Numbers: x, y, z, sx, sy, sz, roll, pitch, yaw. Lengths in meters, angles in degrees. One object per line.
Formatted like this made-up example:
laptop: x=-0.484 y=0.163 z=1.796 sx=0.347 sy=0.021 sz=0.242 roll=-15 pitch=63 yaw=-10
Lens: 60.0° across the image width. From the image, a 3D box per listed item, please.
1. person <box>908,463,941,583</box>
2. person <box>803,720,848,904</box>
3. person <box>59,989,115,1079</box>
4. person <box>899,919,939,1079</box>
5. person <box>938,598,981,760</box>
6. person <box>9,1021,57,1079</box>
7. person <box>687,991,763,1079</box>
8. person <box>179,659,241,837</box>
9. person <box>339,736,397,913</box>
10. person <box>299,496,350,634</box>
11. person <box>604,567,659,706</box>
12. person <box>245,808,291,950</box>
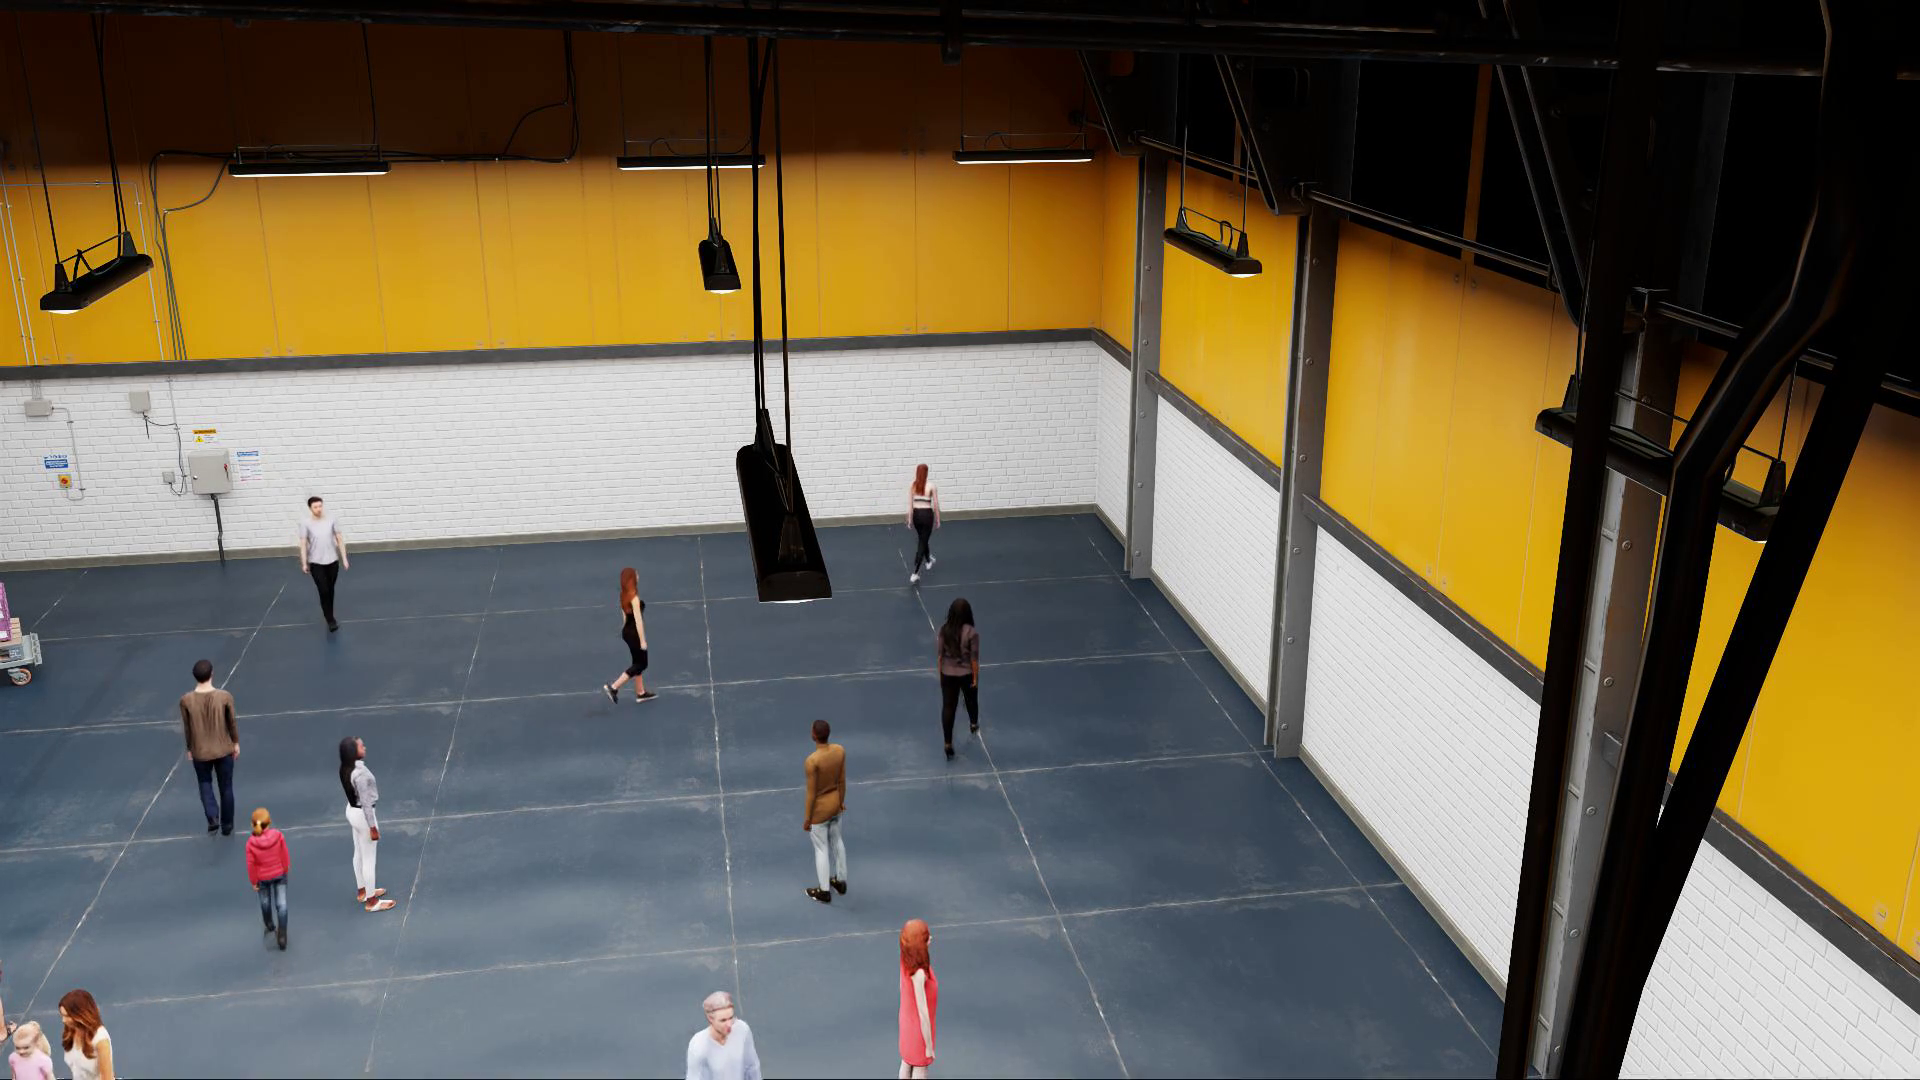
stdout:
person: x=-0.551 y=-0.210 z=23.900 sx=0.993 sy=1.688 sz=1.284 roll=6 pitch=19 yaw=16
person: x=-1.261 y=2.524 z=15.581 sx=0.736 sy=1.816 sz=0.720 roll=17 pitch=25 yaw=41
person: x=-5.920 y=3.886 z=11.638 sx=1.019 sy=1.750 sz=1.169 roll=9 pitch=20 yaw=24
person: x=-0.327 y=3.619 z=12.311 sx=0.688 sy=1.827 sz=0.484 roll=-6 pitch=20 yaw=-17
person: x=-0.044 y=1.572 z=18.432 sx=0.971 sy=1.800 sz=1.215 roll=5 pitch=19 yaw=13
person: x=-6.626 y=4.014 z=12.037 sx=0.697 sy=1.254 sz=0.897 roll=3 pitch=19 yaw=8
person: x=-1.697 y=3.877 z=11.467 sx=0.917 sy=1.877 sz=0.856 roll=17 pitch=25 yaw=41
person: x=-7.504 y=2.129 z=16.661 sx=0.703 sy=1.875 sz=0.722 roll=-7 pitch=20 yaw=-19
person: x=-5.557 y=2.611 z=15.467 sx=0.727 sy=1.724 sz=0.599 roll=-13 pitch=22 yaw=-33
person: x=-8.503 y=0.291 z=22.194 sx=1.006 sy=1.826 sz=1.241 roll=-12 pitch=22 yaw=-32
person: x=-3.948 y=1.171 z=19.755 sx=0.827 sy=1.716 sz=0.924 roll=-11 pitch=21 yaw=-29
person: x=-6.146 y=3.040 z=14.867 sx=0.651 sy=1.293 sz=0.862 roll=-9 pitch=21 yaw=-25
